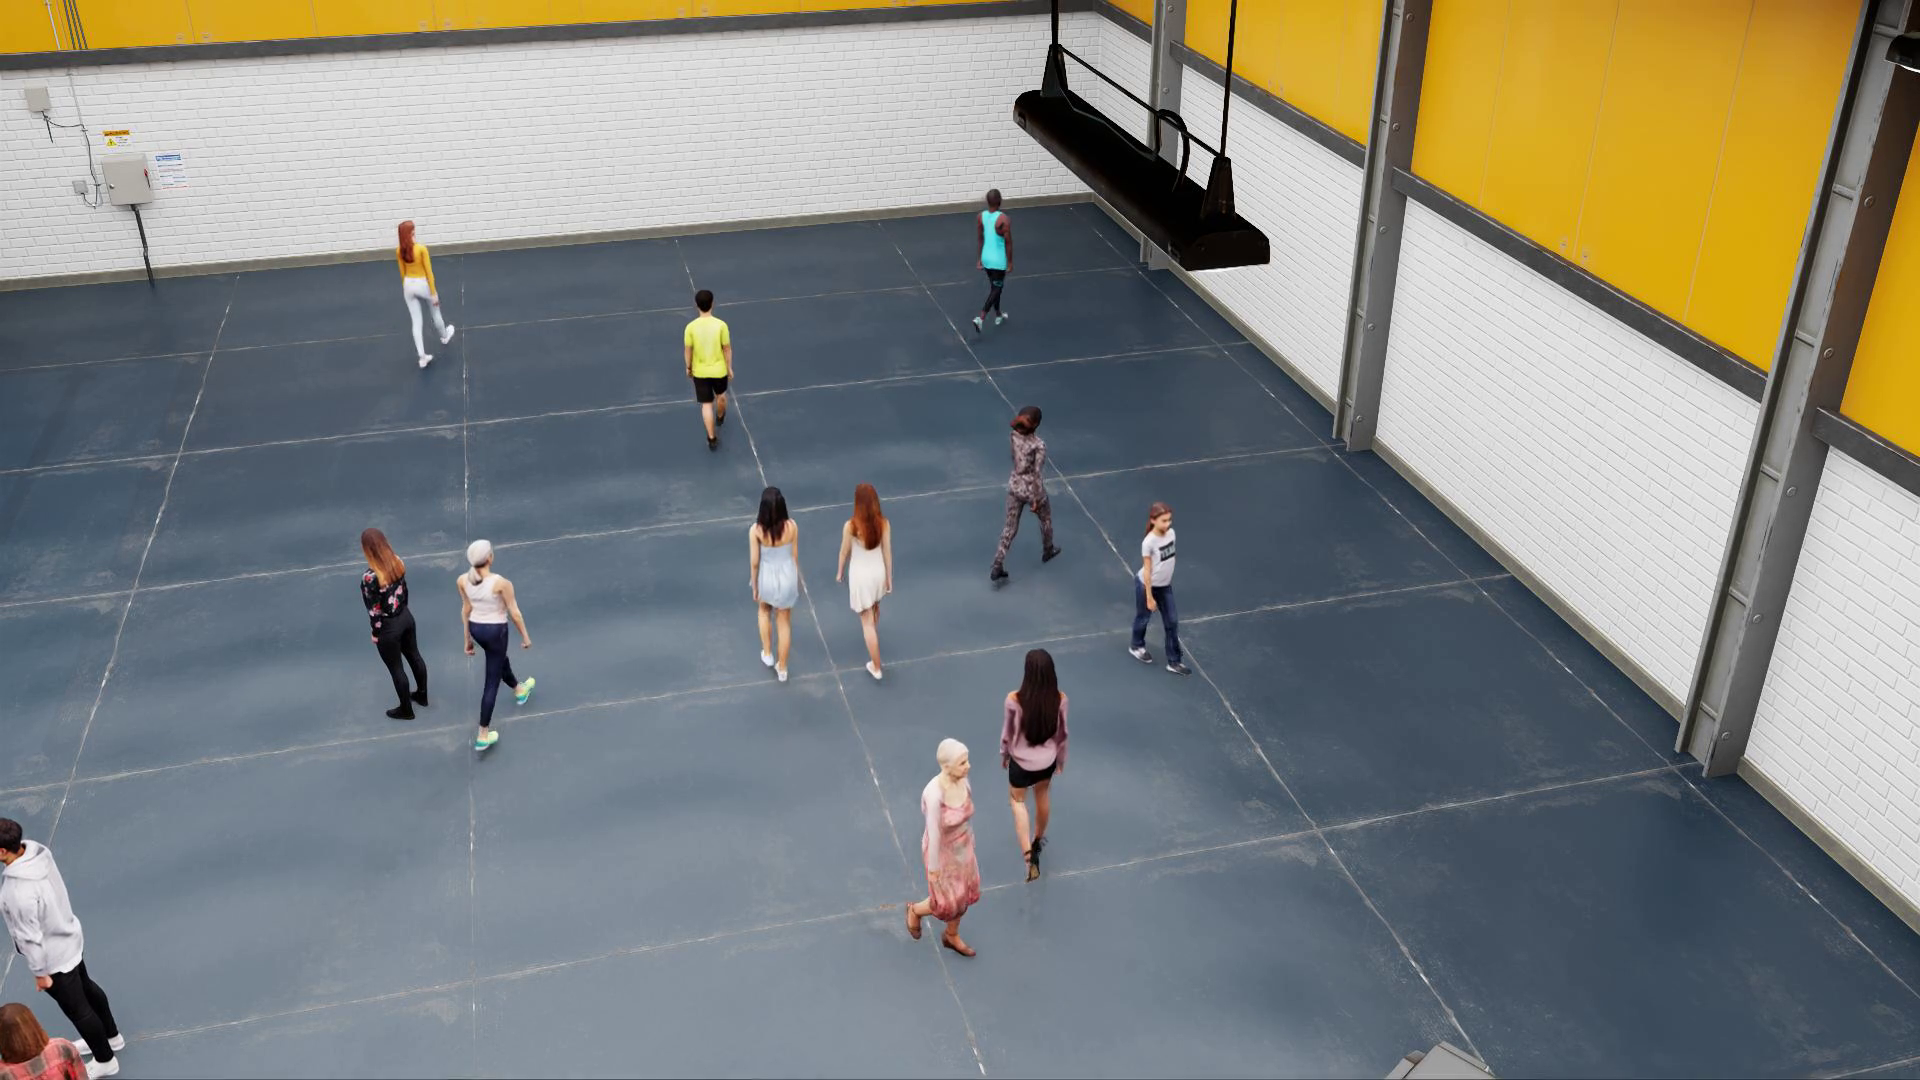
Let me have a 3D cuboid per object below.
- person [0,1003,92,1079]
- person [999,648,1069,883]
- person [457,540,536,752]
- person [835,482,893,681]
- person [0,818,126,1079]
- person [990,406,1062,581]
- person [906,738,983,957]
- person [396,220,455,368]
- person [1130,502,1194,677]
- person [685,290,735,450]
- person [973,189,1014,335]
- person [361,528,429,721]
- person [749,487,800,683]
[{"bbox_3d":[-4.646,3.138,8.601,0.920,1.675,1.111,-23,36,-35],"label":"person"},{"bbox_3d":[0.502,1.575,11.344,0.692,1.792,0.940,-2,29,-3],"label":"person"},{"bbox_3d":[-3.655,0.833,12.852,1.032,1.650,1.279,7,29,13],"label":"person"},{"bbox_3d":[-0.734,0.372,13.677,0.624,1.670,1.065,-10,30,-18],"label":"person"},{"bbox_3d":[-5.295,2.374,9.747,0.732,1.919,0.532,-9,30,-17],"label":"person"},{"bbox_3d":[0.533,-0.399,15.087,1.136,1.673,1.091,21,35,33],"label":"person"},{"bbox_3d":[-0.141,1.985,10.712,0.883,1.677,0.816,18,33,29],"label":"person"},{"bbox_3d":[-6.399,-2.869,19.581,0.890,1.706,1.210,3,29,5],"label":"person"},{"bbox_3d":[1.570,0.353,13.858,0.753,1.531,0.974,-20,34,-32],"label":"person"},{"bbox_3d":[-2.647,-1.773,17.605,0.700,1.674,1.041,-5,29,-8],"label":"person"},{"bbox_3d":[0.373,-3.397,20.472,1.117,1.780,1.159,16,33,27],"label":"person"},{"bbox_3d":[-4.476,0.650,13.152,0.712,1.684,0.633,12,31,21],"label":"person"},{"bbox_3d":[-1.476,0.396,13.583,0.569,1.718,0.648,-6,29,-11],"label":"person"}]
